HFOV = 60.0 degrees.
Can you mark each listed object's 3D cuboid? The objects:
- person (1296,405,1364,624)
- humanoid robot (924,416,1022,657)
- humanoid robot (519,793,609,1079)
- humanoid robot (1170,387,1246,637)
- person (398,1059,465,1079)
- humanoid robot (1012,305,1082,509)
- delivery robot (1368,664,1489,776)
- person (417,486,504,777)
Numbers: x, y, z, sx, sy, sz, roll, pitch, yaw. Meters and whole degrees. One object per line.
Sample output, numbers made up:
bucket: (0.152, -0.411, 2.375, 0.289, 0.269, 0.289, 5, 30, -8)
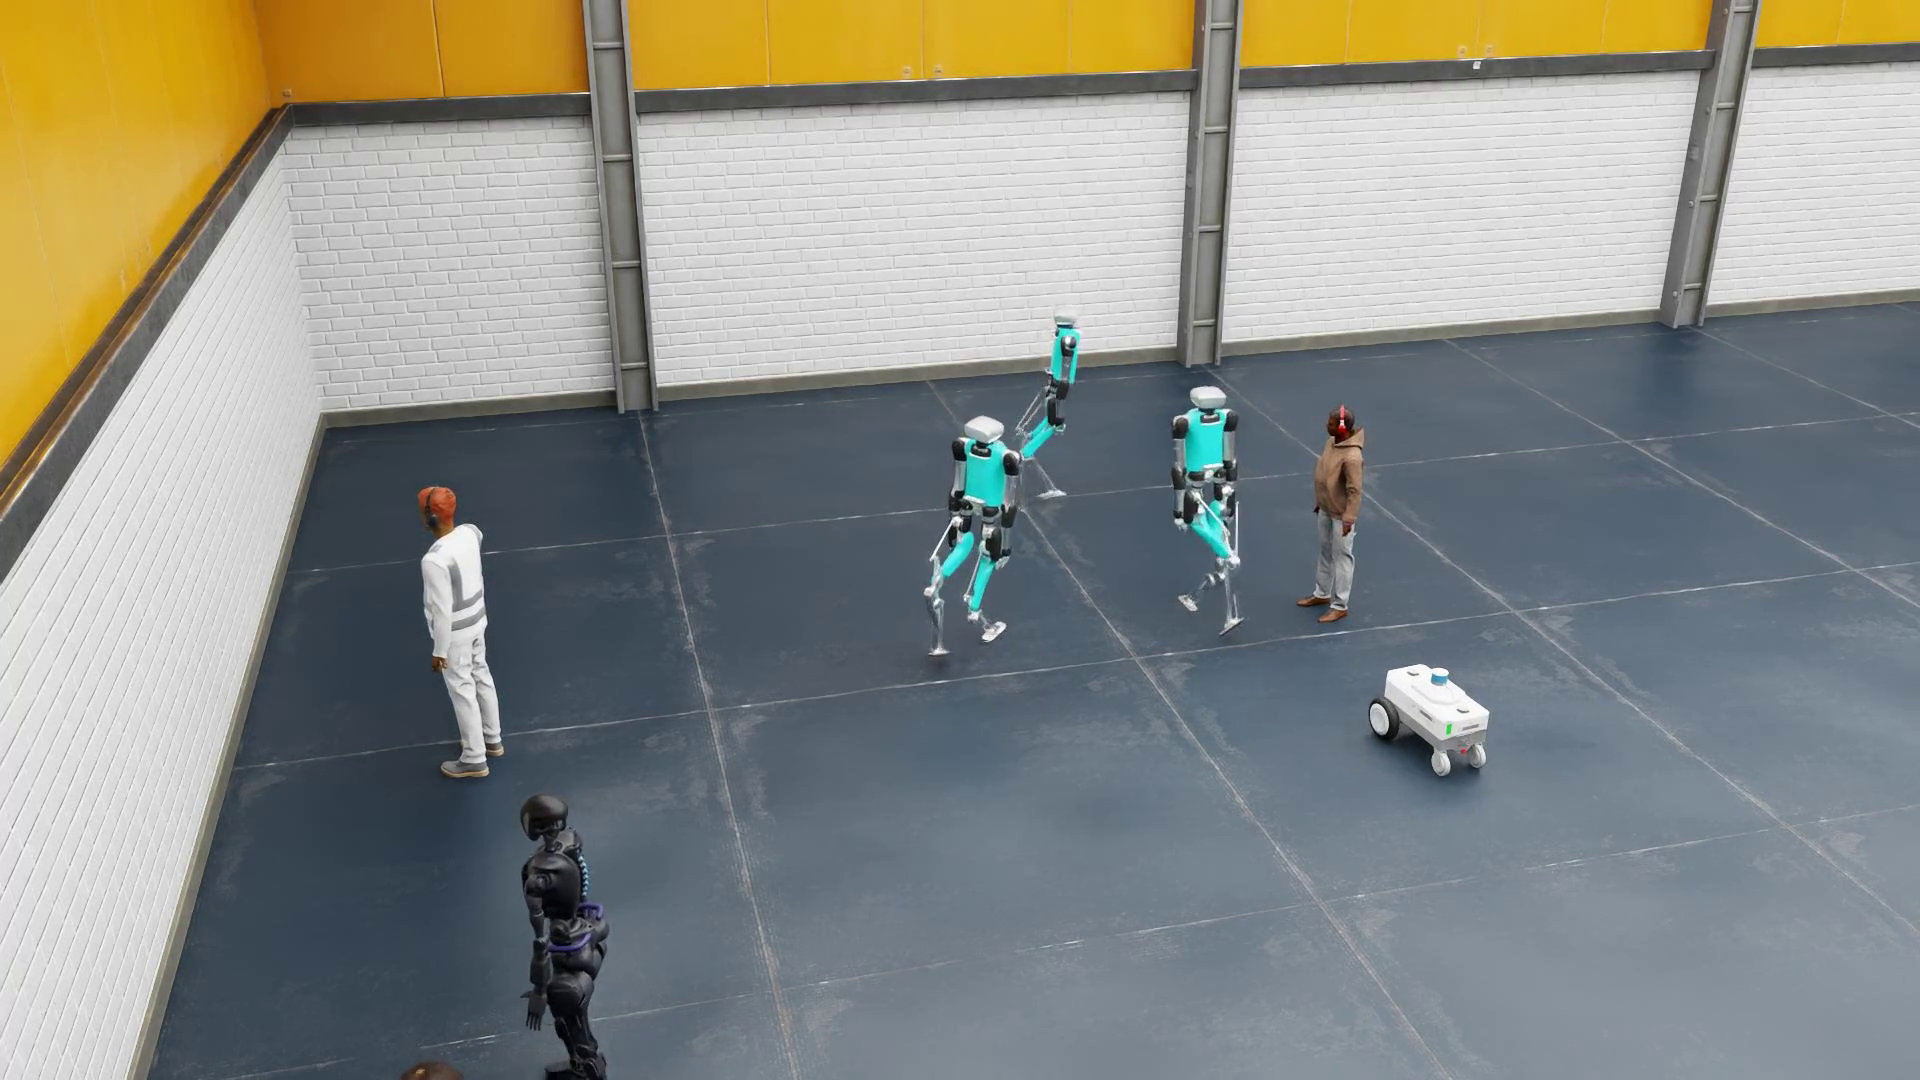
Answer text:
person: (2.742, -0.196, 12.086, 0.327, 1.650, 0.461, -7, 25, -15)
humanoid robot: (0.010, 0.084, 11.419, 0.542, 1.779, 1.030, 15, 28, 31)
humanoid robot: (-1.755, 1.855, 7.410, 0.468, 1.643, 0.589, 3, 24, 7)
humanoid robot: (1.911, -0.135, 11.905, 0.533, 1.765, 1.022, -10, 26, -22)
person: (-1.702, 2.520, 5.772, 0.362, 1.769, 0.475, -10, 26, -21)
humanoid robot: (0.619, -1.070, 14.073, 0.783, 1.864, 0.531, 1, 24, 1)
delivery robot: (2.990, 1.092, 10.549, 0.499, 0.614, 0.791, -9, 25, -19)
person: (-3.051, 0.554, 10.099, 0.343, 1.882, 0.586, 4, 24, 9)
